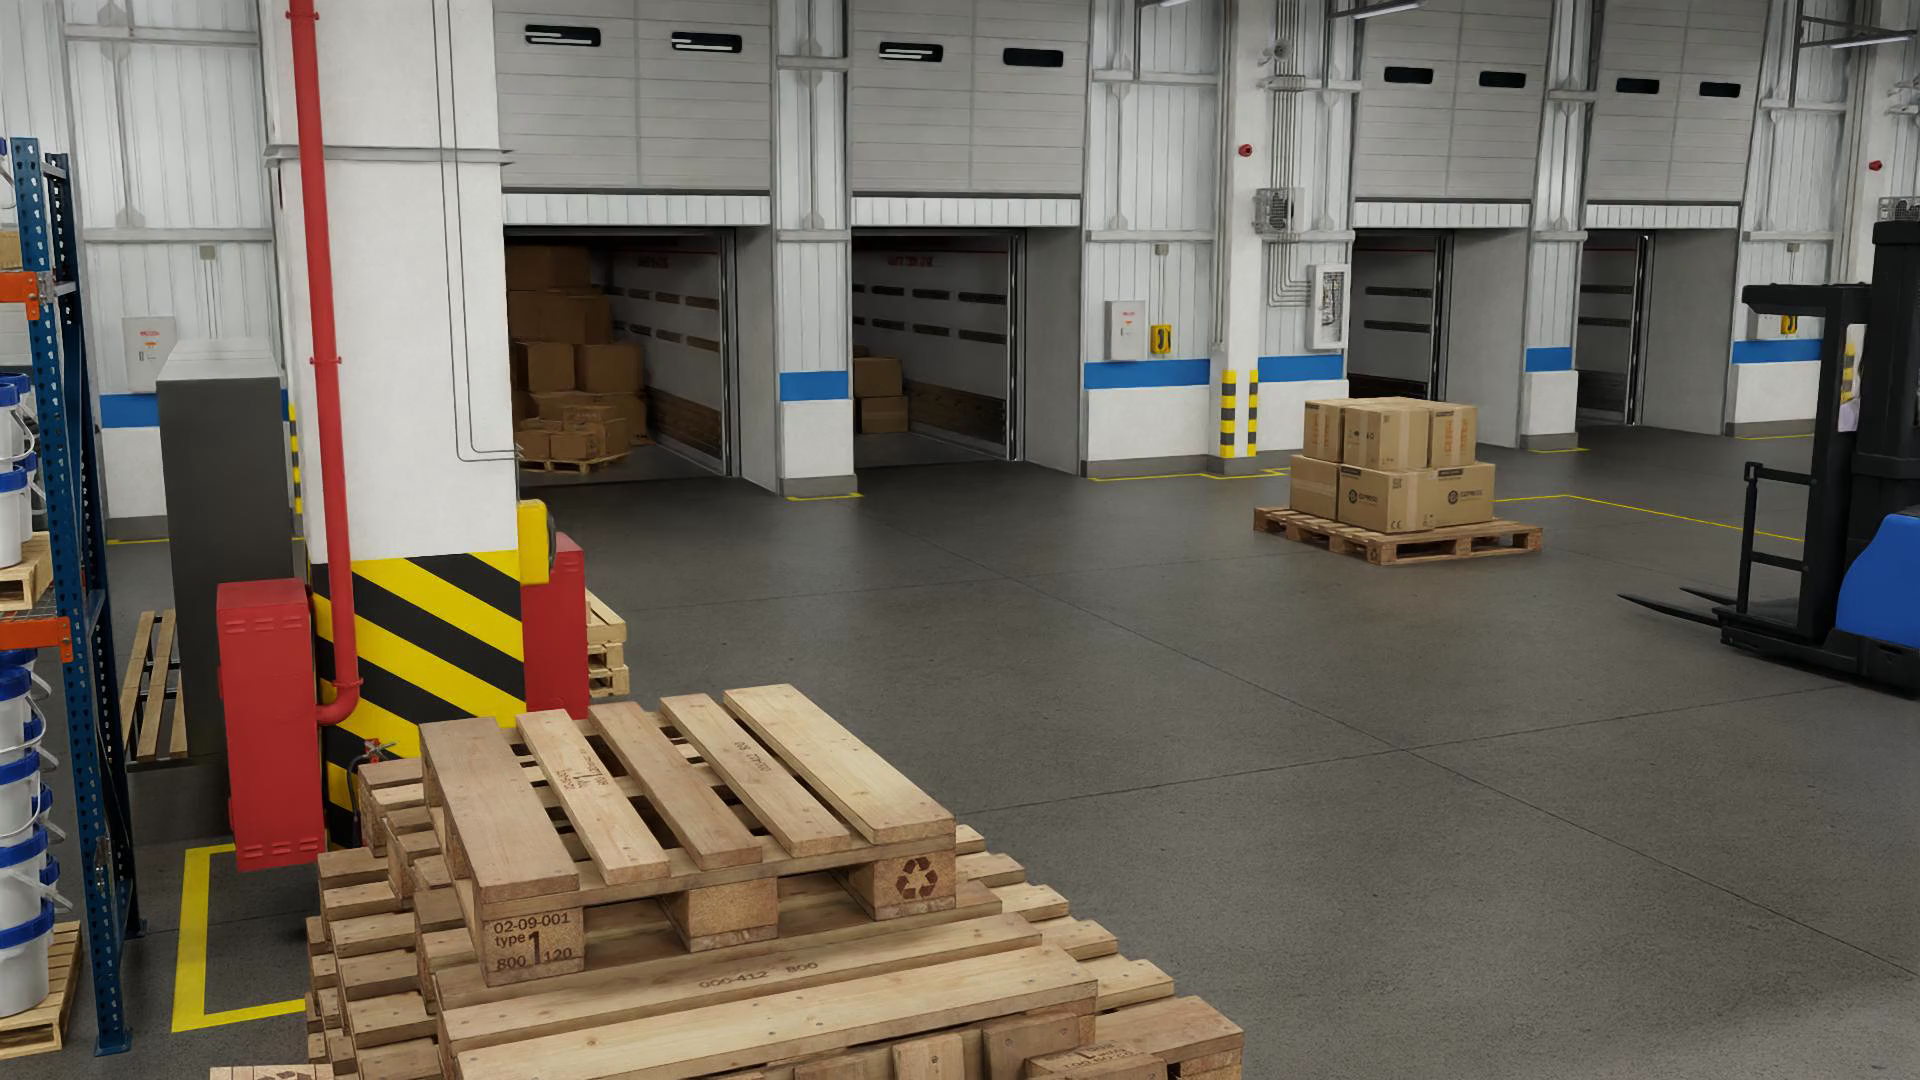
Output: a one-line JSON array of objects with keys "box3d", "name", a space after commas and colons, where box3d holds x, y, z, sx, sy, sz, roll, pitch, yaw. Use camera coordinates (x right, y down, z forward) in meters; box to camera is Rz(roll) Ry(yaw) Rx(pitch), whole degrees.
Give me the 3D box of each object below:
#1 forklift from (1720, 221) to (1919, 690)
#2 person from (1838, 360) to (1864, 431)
[{"box3d": [5.954, -0.550, 10.217, 1.129, 2.768, 1.873, -4, 11, -23], "name": "forklift"}, {"box3d": [6.541, -0.396, 12.000, 0.590, 1.927, 0.367, -5, 11, -25], "name": "person"}]
